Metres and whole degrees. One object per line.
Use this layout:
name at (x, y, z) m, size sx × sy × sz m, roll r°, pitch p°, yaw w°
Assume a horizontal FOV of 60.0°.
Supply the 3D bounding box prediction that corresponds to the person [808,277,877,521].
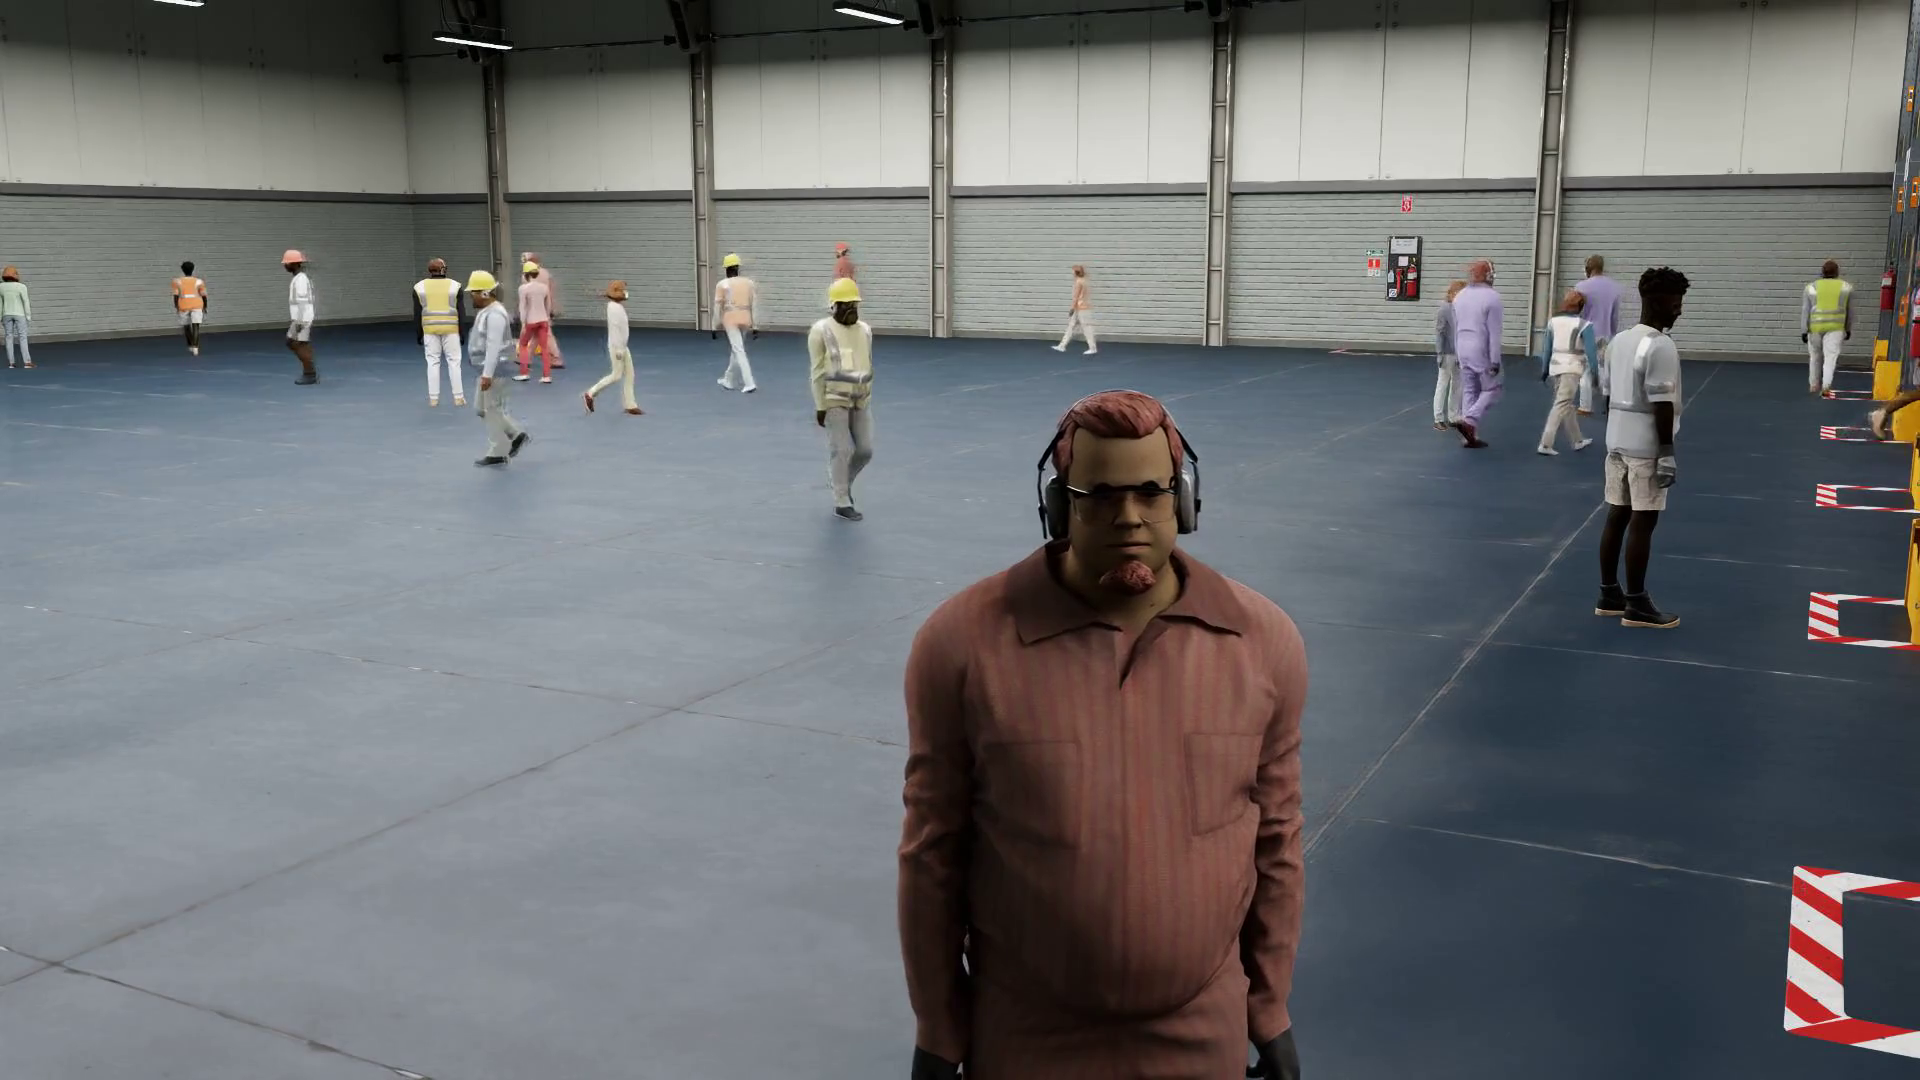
person at (-0.880, -1.054, 12.489) m, size 0.596 × 1.818 × 0.457 m, roll -8°, pitch 13°, yaw -38°

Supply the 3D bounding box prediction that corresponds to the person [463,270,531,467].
person at (-4.288, -1.573, 15.352) m, size 0.501 × 1.812 × 0.589 m, roll -5°, pitch 12°, yaw -27°

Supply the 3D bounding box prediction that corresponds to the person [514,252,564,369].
person at (-6.777, -3.661, 26.613) m, size 0.943 × 1.853 × 0.667 m, roll 2°, pitch 11°, yaw 12°

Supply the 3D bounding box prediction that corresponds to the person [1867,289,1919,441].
person at (9.648, -1.907, 16.598) m, size 0.618 × 2.024 × 0.850 m, roll -6°, pitch 12°, yaw -32°

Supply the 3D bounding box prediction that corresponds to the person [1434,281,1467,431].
person at (5.416, -2.017, 18.234) m, size 0.499 × 1.636 × 0.286 m, roll -5°, pitch 12°, yaw -27°

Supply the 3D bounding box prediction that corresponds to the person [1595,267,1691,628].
person at (3.748, -0.507, 9.119) m, size 0.378 × 1.958 × 0.600 m, roll -1°, pitch 10°, yaw -6°

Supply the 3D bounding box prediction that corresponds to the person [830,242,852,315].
person at (-2.425, -5.111, 34.149) m, size 0.442 × 1.984 × 0.643 m, roll 5°, pitch 12°, yaw 26°

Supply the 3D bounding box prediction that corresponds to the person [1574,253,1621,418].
person at (7.370, -2.360, 19.334) m, size 0.623 × 1.919 × 0.482 m, roll -5°, pitch 12°, yaw -26°

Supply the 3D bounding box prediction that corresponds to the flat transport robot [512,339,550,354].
flat transport robot at (-7.852, -3.523, 30.171) m, size 0.652 × 0.197 × 1.431 m, roll -5°, pitch 11°, yaw -24°

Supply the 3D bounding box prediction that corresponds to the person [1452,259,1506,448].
person at (5.172, -1.847, 16.591) m, size 0.471 × 1.891 × 0.658 m, roll -5°, pitch 12°, yaw -26°

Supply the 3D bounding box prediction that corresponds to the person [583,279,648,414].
person at (-4.098, -2.277, 19.705) m, size 0.675 × 1.615 × 0.506 m, roll 0°, pitch 10°, yaw 2°

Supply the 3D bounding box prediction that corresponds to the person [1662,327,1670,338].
person at (9.302, -2.751, 22.234) m, size 0.309 × 1.639 × 0.514 m, roll -3°, pitch 11°, yaw -17°

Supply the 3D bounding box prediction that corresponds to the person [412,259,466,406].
person at (-6.506, -2.595, 20.845) m, size 0.623 × 1.838 × 0.430 m, roll -2°, pitch 11°, yaw -11°

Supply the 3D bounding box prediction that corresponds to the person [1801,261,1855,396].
person at (11.602, -2.832, 22.272) m, size 0.627 × 1.797 × 0.970 m, roll 5°, pitch 12°, yaw 26°

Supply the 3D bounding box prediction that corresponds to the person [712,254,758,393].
person at (-3.070, -2.946, 22.680) m, size 0.602 × 1.873 × 1.050 m, roll -8°, pitch 13°, yaw -38°

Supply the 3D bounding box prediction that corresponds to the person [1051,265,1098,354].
person at (2.093, -4.132, 29.869) m, size 0.851 × 1.585 × 0.538 m, roll 1°, pitch 10°, yaw 8°

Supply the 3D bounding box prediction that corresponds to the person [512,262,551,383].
person at (-6.201, -3.142, 24.078) m, size 0.741 × 1.741 × 0.541 m, roll 10°, pitch 14°, yaw 43°

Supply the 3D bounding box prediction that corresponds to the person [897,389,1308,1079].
person at (0.228, 0.723, 2.559) m, size 0.643 × 1.908 × 0.410 m, roll -2°, pitch 11°, yaw -8°

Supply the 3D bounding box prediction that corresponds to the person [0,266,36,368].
person at (-15.244, -3.589, 26.814) m, size 0.499 × 1.632 × 0.285 m, roll -1°, pitch 10°, yaw -5°

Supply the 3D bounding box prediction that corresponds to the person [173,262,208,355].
person at (-13.735, -4.133, 29.726) m, size 0.548 × 1.642 × 0.883 m, roll -4°, pitch 11°, yaw -20°

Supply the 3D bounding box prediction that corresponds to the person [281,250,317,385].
person at (-9.420, -3.165, 23.707) m, size 0.429 × 1.919 × 0.566 m, roll -5°, pitch 12°, yaw -26°

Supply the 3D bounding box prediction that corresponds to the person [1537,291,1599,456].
person at (5.948, -1.618, 16.171) m, size 0.874 × 1.584 × 0.541 m, roll -6°, pitch 12°, yaw -29°
